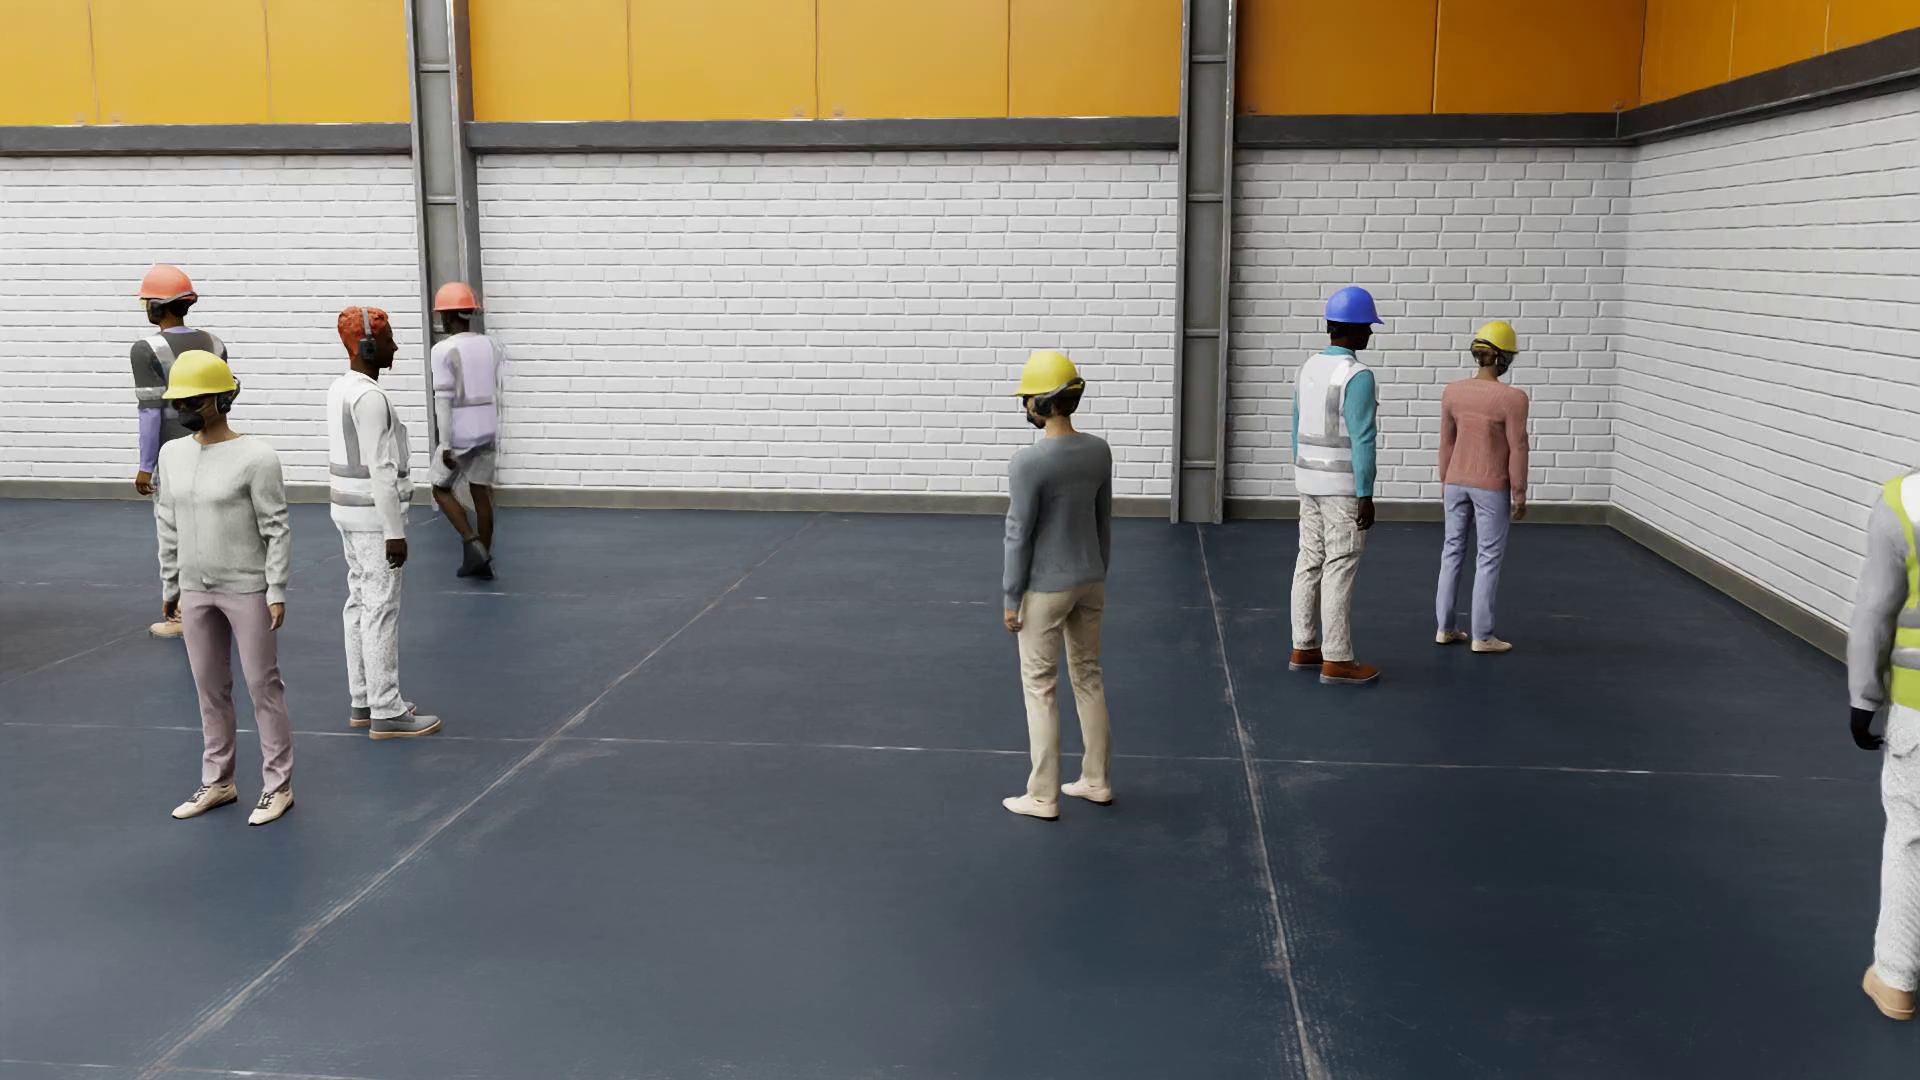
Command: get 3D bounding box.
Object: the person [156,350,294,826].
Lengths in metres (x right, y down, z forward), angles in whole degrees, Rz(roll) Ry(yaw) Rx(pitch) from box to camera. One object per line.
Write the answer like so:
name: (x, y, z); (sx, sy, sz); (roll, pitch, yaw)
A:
person: (-2.728, 0.185, 6.142); (0.533, 1.767, 0.326); (3, 10, 15)

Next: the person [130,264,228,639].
person: (-4.285, -0.480, 9.140); (0.370, 2.048, 0.607); (3, 10, 18)

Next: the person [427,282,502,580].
person: (-3.165, -0.676, 10.642); (0.398, 1.924, 0.546); (7, 12, 35)

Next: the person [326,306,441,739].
person: (-2.558, -0.073, 7.287); (0.355, 1.882, 0.575); (-7, 12, -35)

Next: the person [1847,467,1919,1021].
person: (2.764, 0.435, 4.530); (0.645, 1.830, 0.430); (4, 11, 19)

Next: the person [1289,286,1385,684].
person: (1.870, -0.271, 8.229); (0.405, 1.945, 0.615); (-3, 10, -19)

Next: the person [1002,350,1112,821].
person: (0.355, 0.173, 6.246); (0.531, 1.761, 0.343); (-9, 13, -41)

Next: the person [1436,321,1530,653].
person: (2.774, -0.275, 8.810); (0.343, 1.755, 0.531); (-8, 13, -38)
